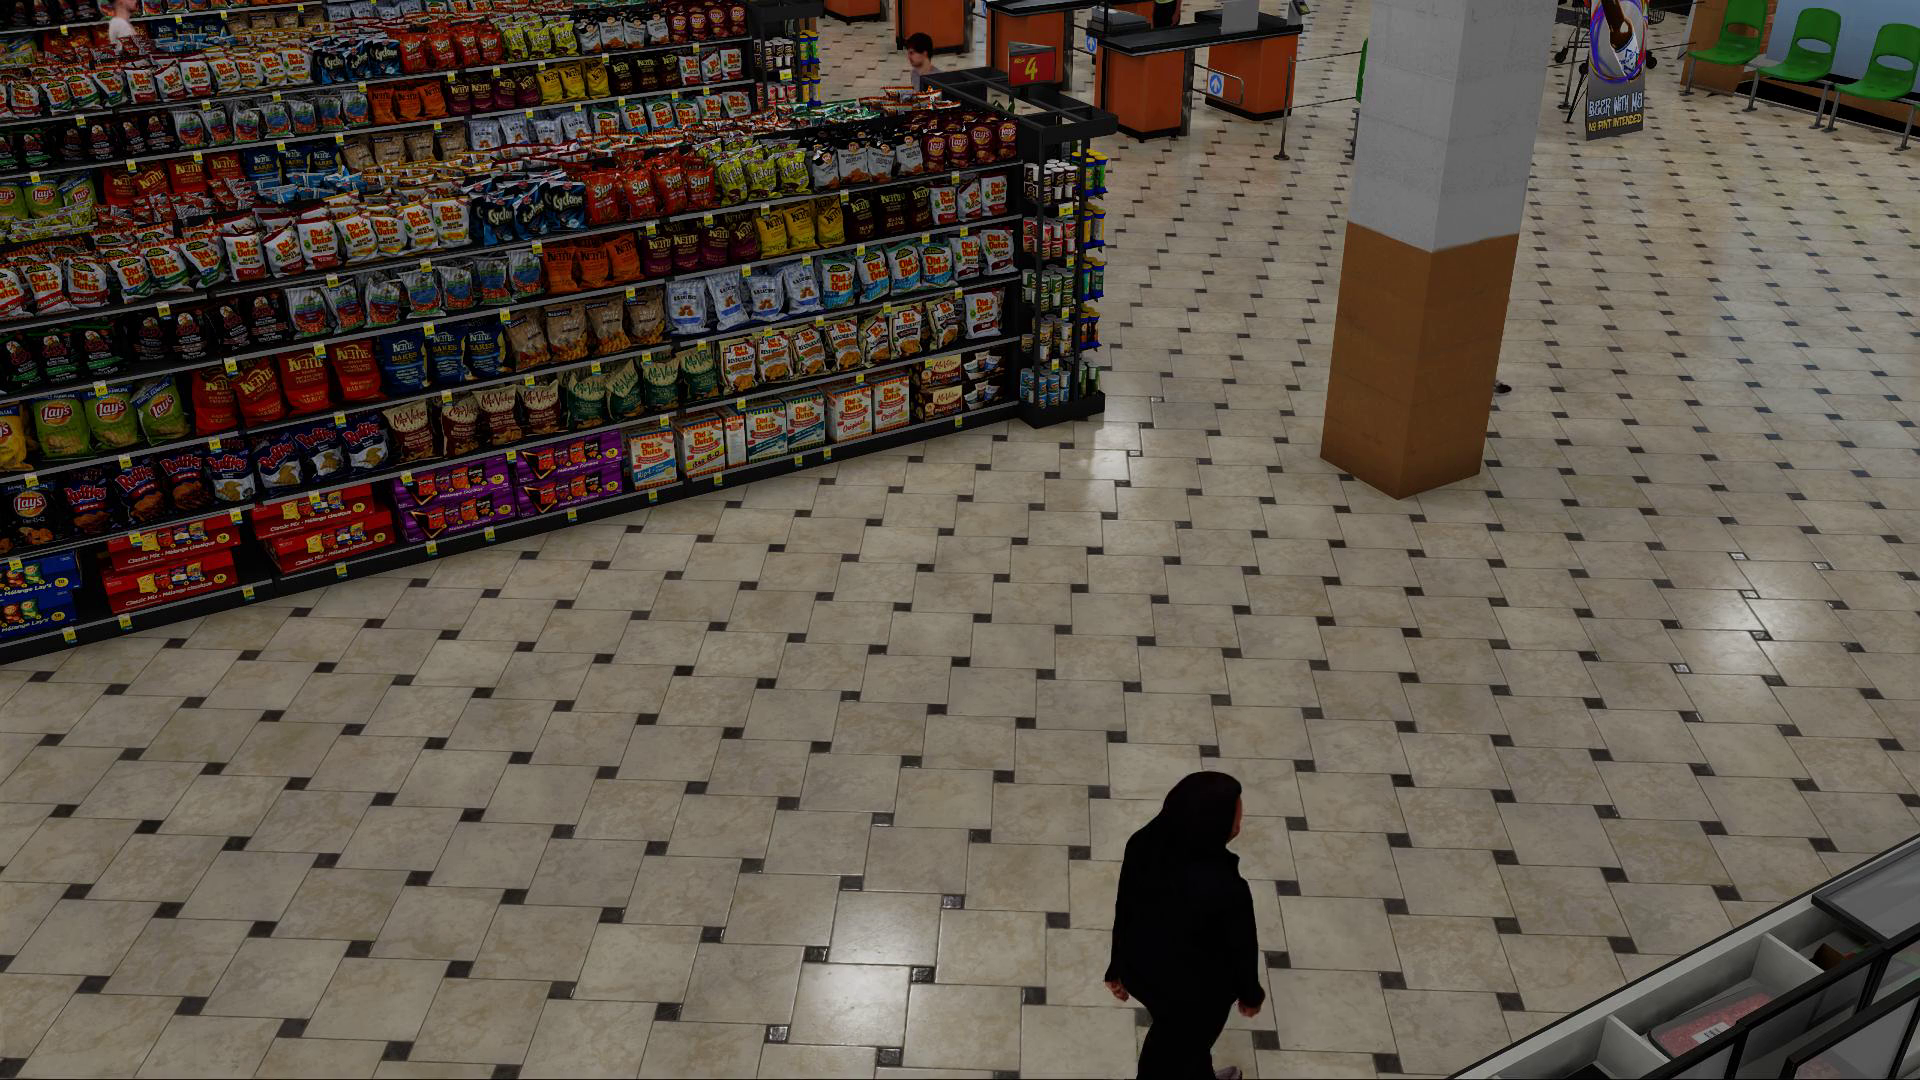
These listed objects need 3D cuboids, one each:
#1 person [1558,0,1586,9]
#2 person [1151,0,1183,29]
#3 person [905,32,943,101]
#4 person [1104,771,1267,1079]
[{"bbox_3d":[8.559,-8.328,22.936,0.673,1.841,0.774,-24,37,-36],"label":"person"},{"bbox_3d":[2.331,-5.912,18.601,0.513,1.754,0.568,-18,33,-29],"label":"person"},{"bbox_3d":[-0.146,-3.240,13.658,1.029,1.800,0.713,-20,35,-32],"label":"person"},{"bbox_3d":[0.633,1.476,5.261,1.202,1.570,0.756,-23,36,-35],"label":"person"}]
